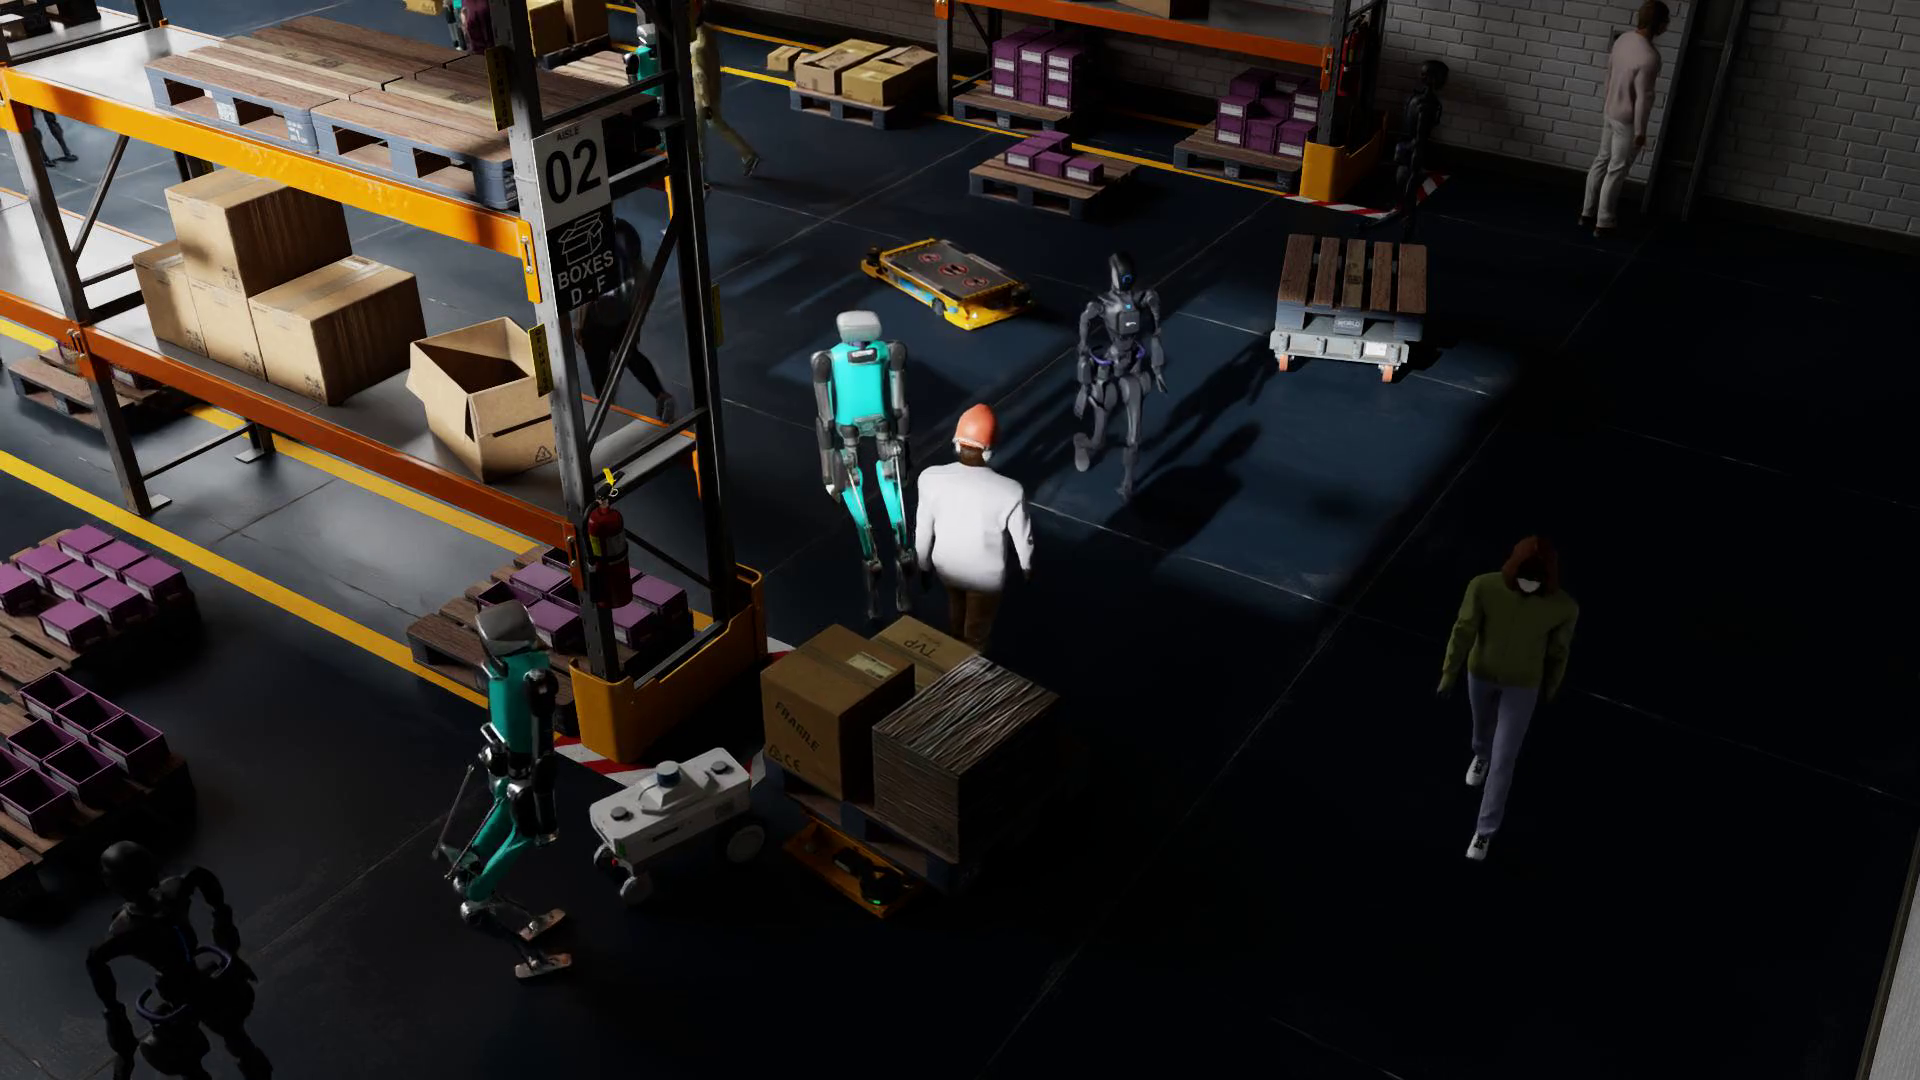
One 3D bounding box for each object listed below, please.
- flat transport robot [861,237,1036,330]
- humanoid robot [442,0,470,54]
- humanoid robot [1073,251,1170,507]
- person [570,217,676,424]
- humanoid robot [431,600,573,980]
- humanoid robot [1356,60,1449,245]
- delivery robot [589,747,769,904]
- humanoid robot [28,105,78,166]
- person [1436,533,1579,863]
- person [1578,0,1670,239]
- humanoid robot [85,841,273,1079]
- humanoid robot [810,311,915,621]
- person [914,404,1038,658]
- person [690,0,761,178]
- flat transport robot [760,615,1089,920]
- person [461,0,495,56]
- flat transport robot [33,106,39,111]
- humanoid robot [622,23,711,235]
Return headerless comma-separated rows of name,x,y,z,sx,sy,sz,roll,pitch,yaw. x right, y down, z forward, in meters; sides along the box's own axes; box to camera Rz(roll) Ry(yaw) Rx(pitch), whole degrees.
flat transport robot,-0.105,-2.036,13.002,0.659,0.231,1.431,-22,39,-30
humanoid robot,-4.521,-4.708,15.838,0.549,1.844,0.818,-23,40,-31
humanoid robot,0.963,-1.035,10.193,0.615,1.639,0.614,-12,35,-17
person,-2.256,-1.503,10.835,0.722,1.735,0.760,21,38,29
humanoid robot,-1.930,1.088,6.824,0.675,1.763,0.530,-22,39,-29
humanoid robot,3.504,-2.990,13.180,0.571,1.637,0.615,8,34,13
delivery robot,-1.300,1.272,7.667,0.801,0.607,0.499,-23,39,-31
humanoid robot,-8.439,-4.212,15.062,0.393,1.643,0.593,7,34,11
person,2.491,0.656,7.656,0.509,1.581,0.881,16,36,23
person,5.460,-3.445,13.640,0.354,1.936,0.634,-3,33,-5
humanoid robot,-2.770,1.692,6.002,0.499,1.641,0.602,17,37,24
humanoid robot,-0.454,-0.306,9.008,0.533,1.794,0.700,-12,35,-18
person,0.107,0.076,8.425,0.583,1.724,0.719,13,35,19
person,-2.199,-3.963,14.623,0.742,1.721,0.596,1,33,2
flat transport robot,-0.127,1.224,7.991,0.659,0.231,1.431,25,40,33
person,-4.242,-4.264,14.892,0.427,1.948,0.494,-20,38,-28
flat transport robot,-9.931,-4.401,16.637,1.431,0.231,0.659,7,34,10
humanoid robot,-2.294,-3.267,13.466,0.530,1.710,0.700,-27,41,-35
